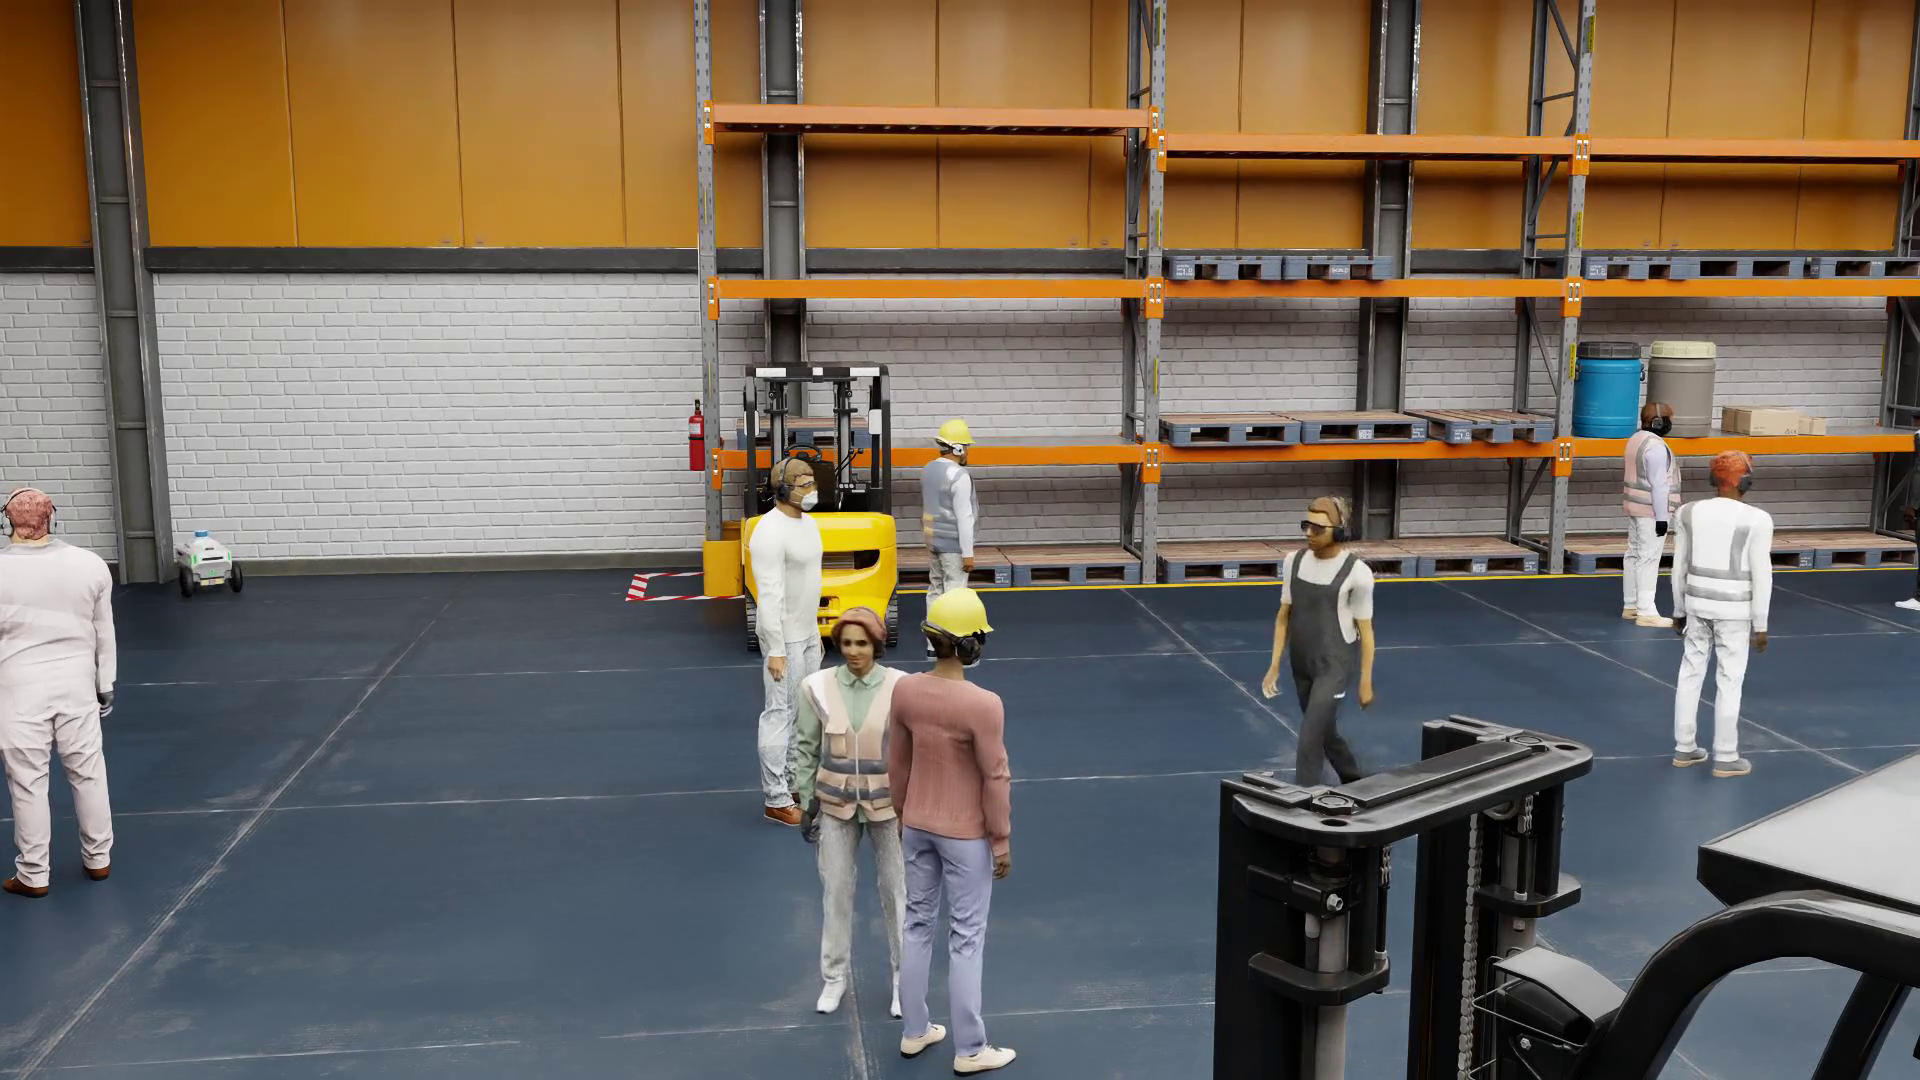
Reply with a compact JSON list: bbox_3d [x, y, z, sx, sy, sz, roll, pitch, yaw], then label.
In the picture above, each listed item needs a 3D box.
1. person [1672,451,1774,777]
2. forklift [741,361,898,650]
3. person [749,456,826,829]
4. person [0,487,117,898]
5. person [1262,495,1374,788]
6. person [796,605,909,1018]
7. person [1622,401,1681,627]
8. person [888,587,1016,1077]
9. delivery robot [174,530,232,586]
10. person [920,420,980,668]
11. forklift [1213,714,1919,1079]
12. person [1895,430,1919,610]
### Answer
[{"bbox_3d":[4.383,0.423,9.598,0.353,1.878,0.575,-6,11,-35],"label":"person"},{"bbox_3d":[-1.154,-0.340,13.365,1.214,2.155,2.313,-1,9,-7],"label":"forklift"},{"bbox_3d":[-0.880,0.526,8.760,0.372,1.940,0.631,2,9,15],"label":"person"},{"bbox_3d":[-4.276,0.702,7.757,0.408,1.908,0.646,8,12,40],"label":"person"},{"bbox_3d":[1.867,0.650,8.427,0.949,1.809,0.512,-7,11,-37],"label":"person"},{"bbox_3d":[-0.377,1.050,6.454,0.516,1.629,0.320,1,9,8],"label":"person"},{"bbox_3d":[5.689,-0.217,13.696,0.429,1.845,0.627,0,9,2],"label":"person"},{"bbox_3d":[-0.025,1.046,6.048,0.529,1.767,0.329,8,12,40],"label":"person"},{"bbox_3d":[-6.879,0.152,15.105,0.477,0.478,0.707,-7,11,-38],"label":"delivery robot"},{"bbox_3d":[-0.059,0.028,12.227,0.403,1.823,0.595,-5,11,-30],"label":"person"},{"bbox_3d":[1.441,1.425,2.350,1.214,2.155,2.313,-7,12,-39],"label":"forklift"},{"bbox_3d":[8.358,-0.342,14.237,0.587,1.920,0.391,-4,10,-21],"label":"person"}]
